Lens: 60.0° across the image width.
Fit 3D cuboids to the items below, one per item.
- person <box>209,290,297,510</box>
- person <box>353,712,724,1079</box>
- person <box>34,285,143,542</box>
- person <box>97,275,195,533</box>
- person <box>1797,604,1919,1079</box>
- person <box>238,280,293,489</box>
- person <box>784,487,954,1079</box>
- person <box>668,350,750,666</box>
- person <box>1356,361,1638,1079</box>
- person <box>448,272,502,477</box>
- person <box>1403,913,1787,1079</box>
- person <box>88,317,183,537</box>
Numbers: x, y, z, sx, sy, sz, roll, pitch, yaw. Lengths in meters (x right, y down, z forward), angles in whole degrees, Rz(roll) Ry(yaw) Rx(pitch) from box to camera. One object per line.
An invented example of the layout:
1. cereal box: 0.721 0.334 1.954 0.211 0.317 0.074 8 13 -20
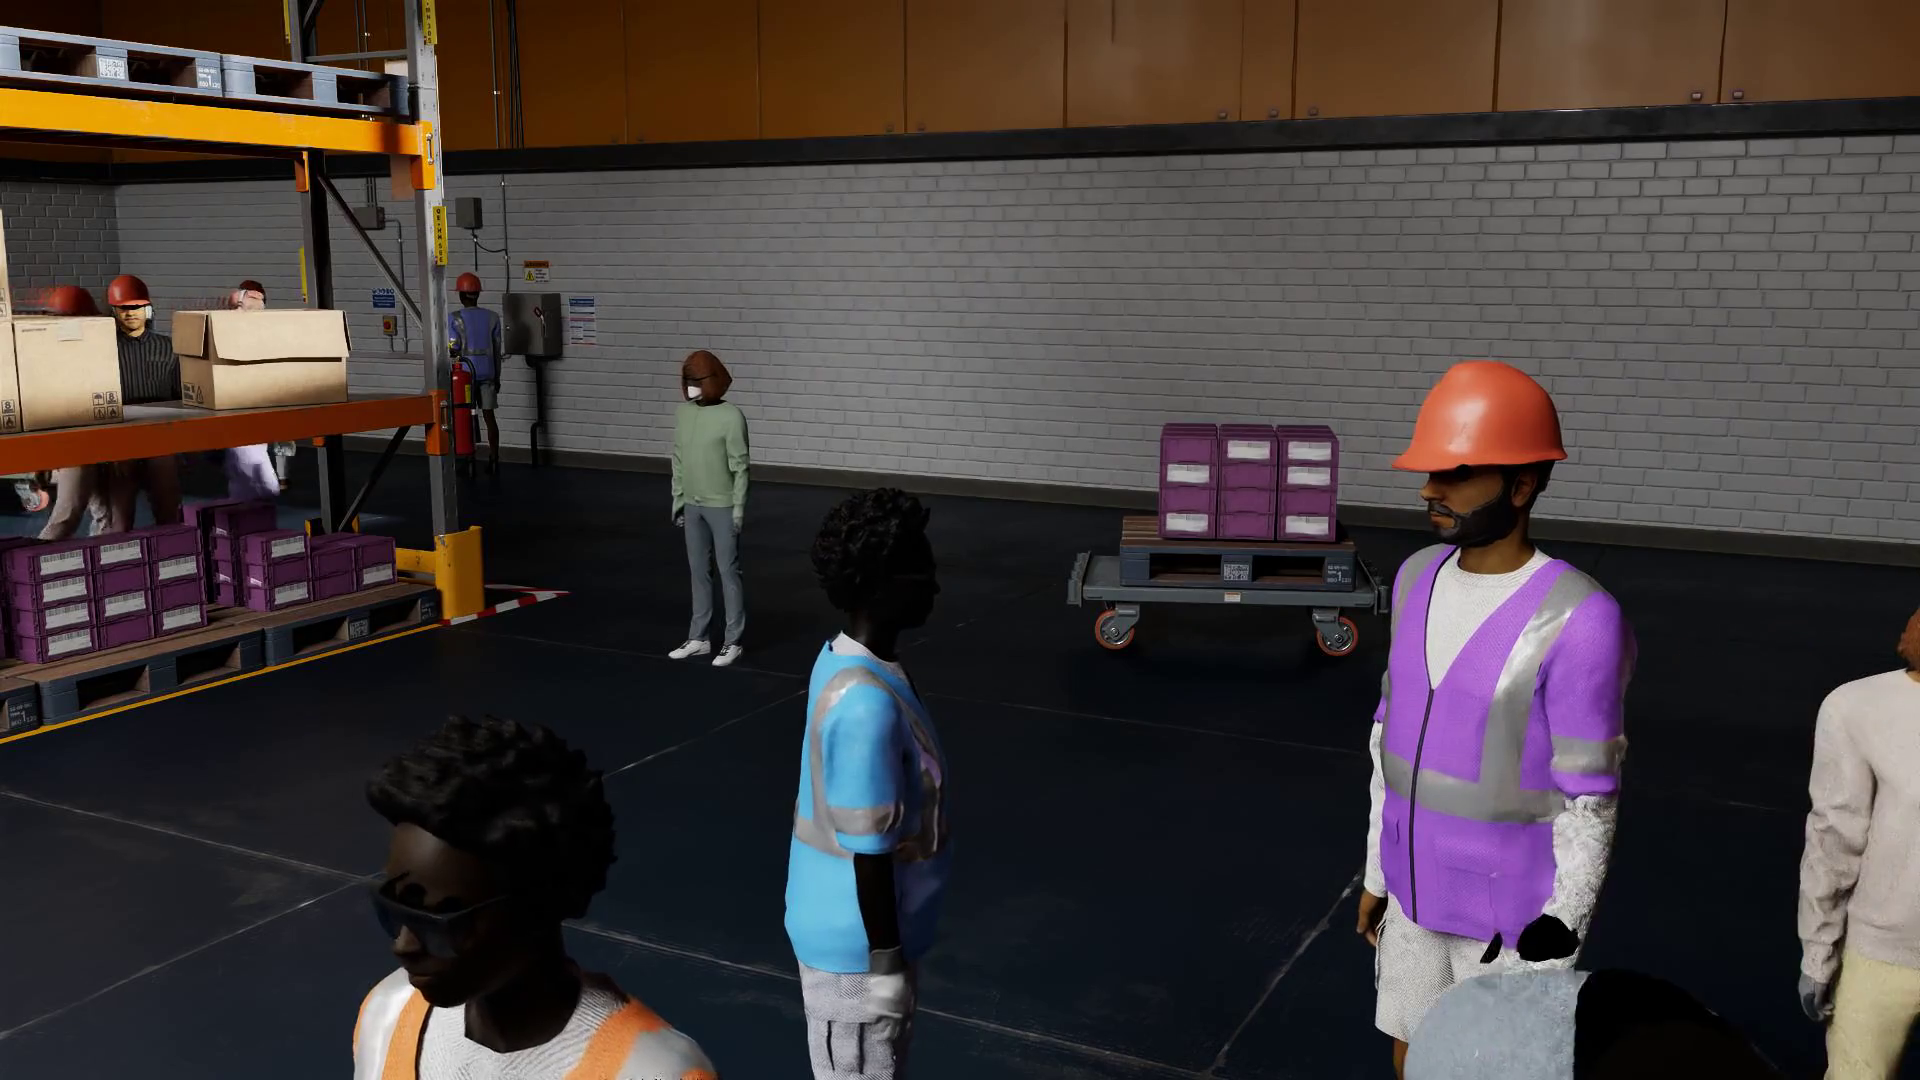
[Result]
1. person: -4.588 -0.673 10.817 0.628 1.885 0.663 -1 10 -4
2. person: -0.423 0.995 1.736 0.538 1.689 0.321 7 12 34
3. person: -5.159 -0.499 9.680 0.606 1.951 1.041 9 13 42
4. person: -4.885 -0.571 9.912 0.612 1.995 0.376 -6 12 -32
5. person: 1.817 0.794 3.084 0.493 1.626 0.285 3 10 18
6. person: -6.275 -1.373 14.884 0.575 1.881 0.356 -5 11 -26
7. person: -0.172 0.744 3.168 0.322 1.693 0.535 -1 10 -6
8. person: -1.299 -0.165 8.609 0.498 1.633 0.284 7 12 36
9. person: 0.920 0.647 3.030 0.357 1.938 0.542 -5 11 -27
10. person: -4.633 -1.569 15.845 0.545 1.942 0.353 -8 13 -40
11. person: 0.515 0.998 1.132 0.601 1.888 0.651 -4 11 -21
12. person: -5.027 -0.588 10.290 0.639 1.890 0.974 5 11 27
